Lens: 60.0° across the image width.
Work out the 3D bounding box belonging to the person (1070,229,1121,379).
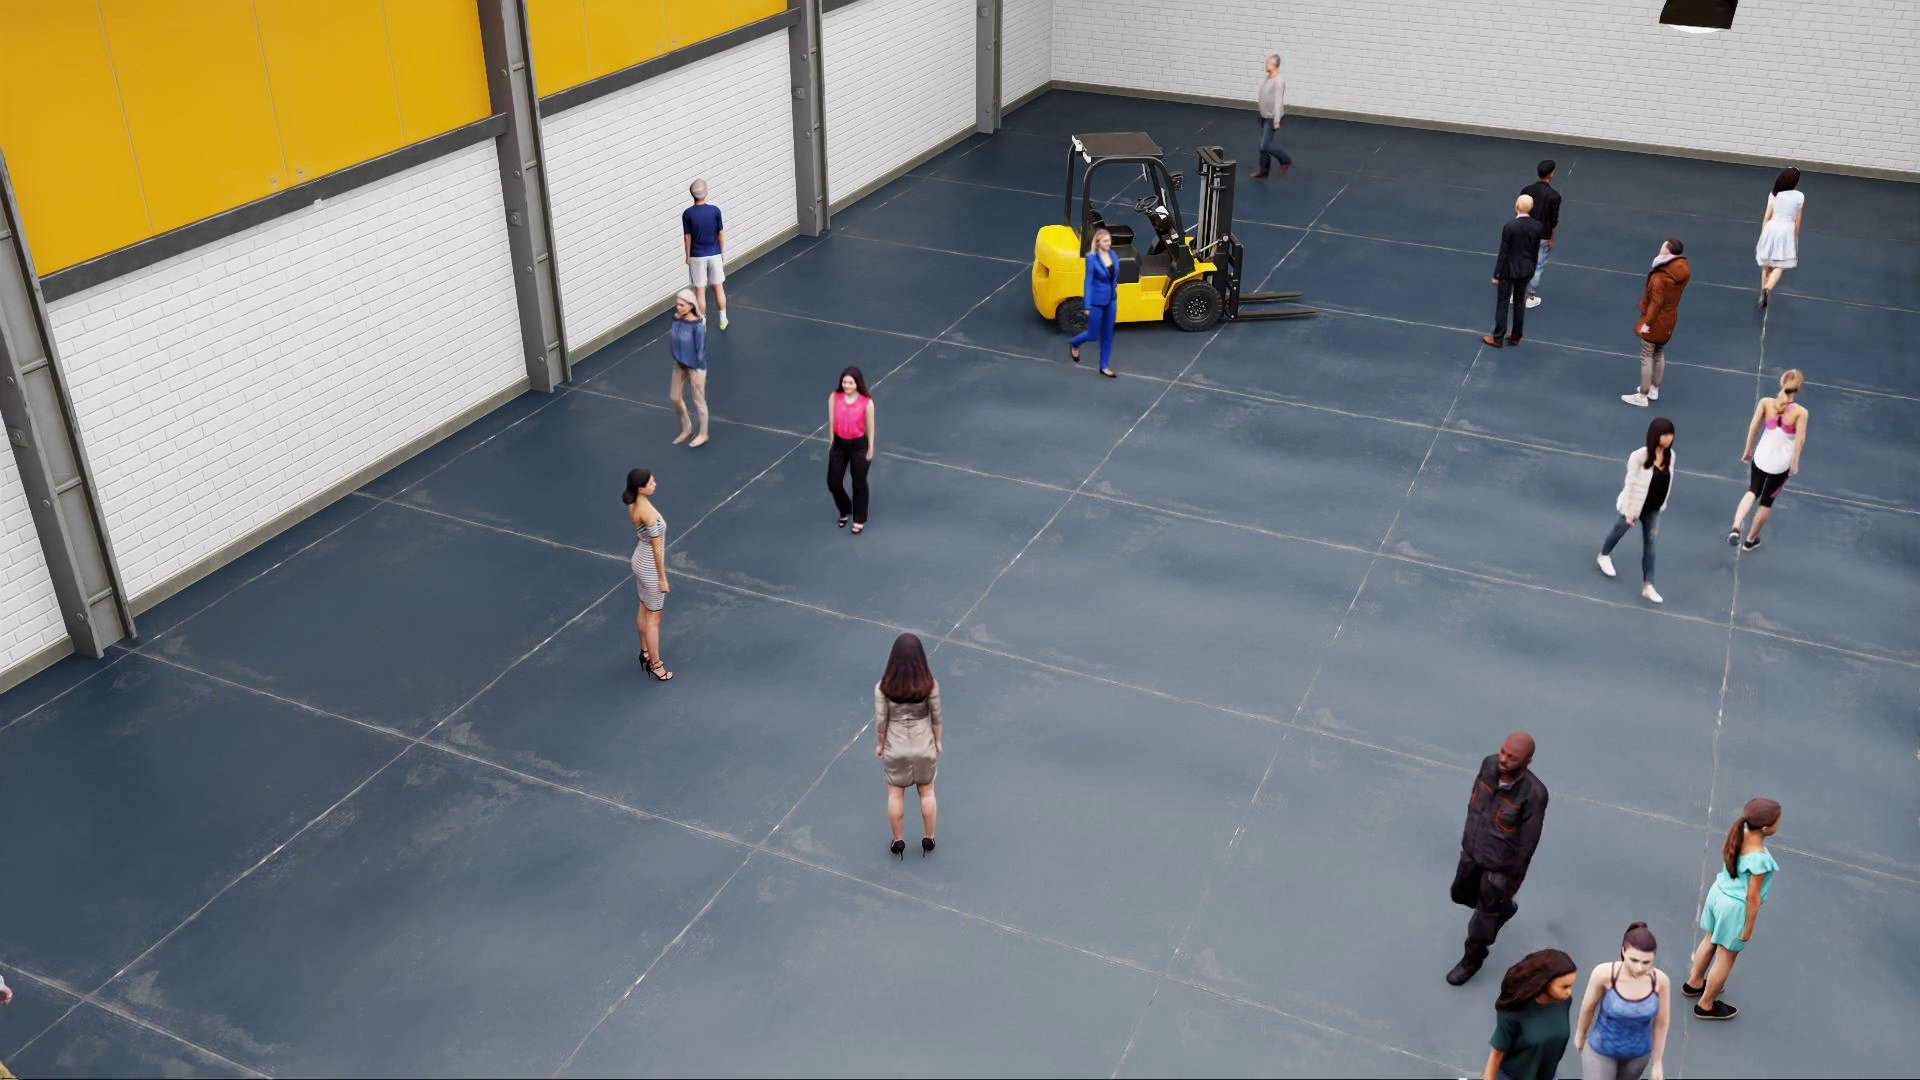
[{"bbox_3d":[1.510,-2.650,18.525,0.920,1.688,0.890,-23,36,-36],"label":"person"}]

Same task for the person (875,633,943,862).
[{"bbox_3d":[-0.336,1.383,11.069,0.669,1.746,0.668,-2,29,-3],"label":"person"}]

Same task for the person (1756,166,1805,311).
[{"bbox_3d":[9.883,-3.578,20.111,0.780,1.797,1.034,19,34,31],"label":"person"}]

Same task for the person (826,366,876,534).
[{"bbox_3d":[-0.980,-0.851,15.267,0.653,1.648,0.666,7,29,12],"label":"person"}]

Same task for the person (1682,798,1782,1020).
[{"bbox_3d":[4.574,2.159,9.843,0.692,1.558,0.603,-3,29,-5],"label":"person"}]

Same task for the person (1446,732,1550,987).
[{"bbox_3d":[3.326,1.879,10.096,1.039,1.808,0.939,-16,33,-27],"label":"person"}]

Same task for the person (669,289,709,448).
[{"bbox_3d":[-2.680,-1.765,16.900,0.689,1.690,0.689,22,35,34],"label":"person"}]

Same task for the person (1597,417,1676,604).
[{"bbox_3d":[5.825,-0.327,14.354,0.996,1.603,1.158,-5,29,-9],"label":"person"}]

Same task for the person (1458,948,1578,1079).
[{"bbox_3d":[2.908,2.743,8.751,1.021,1.578,1.174,-5,29,-9],"label":"person"}]

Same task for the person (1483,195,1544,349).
[{"bbox_3d":[6.422,-3.108,19.248,0.771,1.798,0.796,-6,29,-11],"label":"person"}]

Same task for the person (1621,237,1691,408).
[{"bbox_3d":[7.472,-2.334,17.790,0.782,1.837,0.884,-22,36,-35],"label":"person"}]

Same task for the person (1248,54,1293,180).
[{"bbox_3d":[4.763,-6.385,25.156,1.015,1.895,0.981,-2,29,-4],"label":"person"}]

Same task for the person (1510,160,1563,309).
[{"bbox_3d":[7.064,-3.764,20.442,0.753,1.808,0.776,-22,36,-35],"label":"person"}]

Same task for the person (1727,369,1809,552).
[{"bbox_3d":[7.173,-0.656,14.779,0.908,1.774,0.779,-25,37,-38],"label":"person"}]

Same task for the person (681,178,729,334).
[{"bbox_3d":[-3.018,-3.373,19.693,0.716,1.838,0.769,-9,30,-16],"label":"person"}]

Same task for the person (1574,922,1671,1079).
[{"bbox_3d":[3.508,2.679,8.868,0.742,1.581,1.016,4,29,7],"label":"person"}]

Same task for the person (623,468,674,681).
[{"bbox_3d":[-2.446,0.258,13.053,0.722,1.822,0.683,-13,31,-22],"label":"person"}]
